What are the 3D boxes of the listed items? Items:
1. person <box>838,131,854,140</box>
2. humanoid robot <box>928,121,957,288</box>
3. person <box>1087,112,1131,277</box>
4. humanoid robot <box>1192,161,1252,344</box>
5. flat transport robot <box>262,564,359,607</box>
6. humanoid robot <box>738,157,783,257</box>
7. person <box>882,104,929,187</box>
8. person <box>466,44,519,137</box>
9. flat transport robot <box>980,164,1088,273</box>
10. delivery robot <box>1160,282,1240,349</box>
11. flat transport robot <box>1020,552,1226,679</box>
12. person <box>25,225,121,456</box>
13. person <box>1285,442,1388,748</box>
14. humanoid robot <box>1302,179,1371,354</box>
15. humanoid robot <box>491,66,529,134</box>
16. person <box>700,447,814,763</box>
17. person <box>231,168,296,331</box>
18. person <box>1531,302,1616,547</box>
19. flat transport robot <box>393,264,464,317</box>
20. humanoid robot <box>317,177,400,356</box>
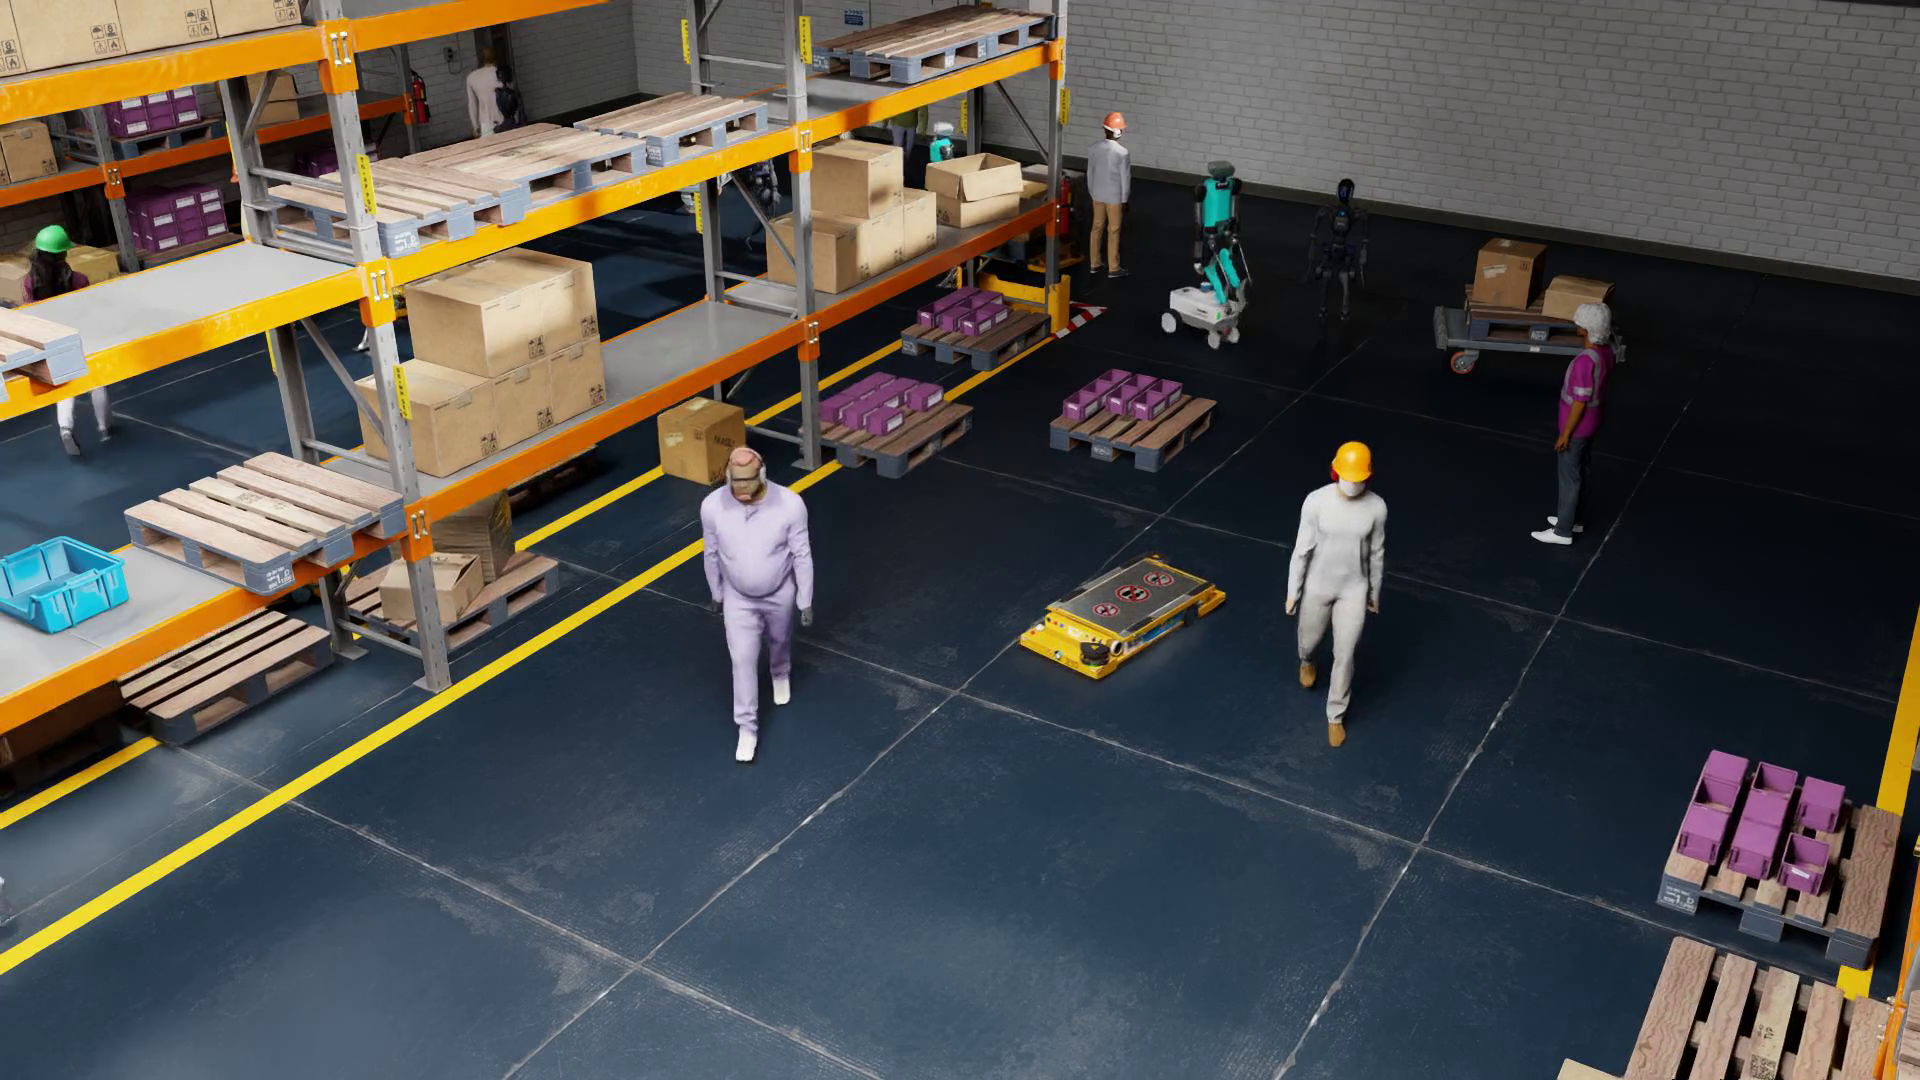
[{"bbox_3d":[-1.196,-3.463,17.439,0.788,1.690,0.922,18,32,31],"label":"person"},{"bbox_3d":[0.020,-3.518,17.496,0.713,1.779,0.558,-8,28,-15],"label":"humanoid robot"},{"bbox_3d":[1.614,-3.713,17.872,0.339,1.751,0.562,-24,36,-39],"label":"person"},{"bbox_3d":[2.533,-2.682,15.850,0.530,1.788,0.615,-15,30,-27],"label":"humanoid robot"},{"bbox_3d":[-5.006,0.312,11.583,1.431,0.231,0.659,-17,31,-30],"label":"flat transport robot"},{"bbox_3d":[-2.214,-3.934,18.398,0.507,1.636,0.589,-11,29,-21],"label":"humanoid robot"},{"bbox_3d":[-0.665,-5.168,20.903,0.570,1.593,0.558,-9,28,-17],"label":"person"},{"bbox_3d":[-5.747,-5.129,20.525,0.634,1.892,1.027,0,27,0],"label":"person"},{"bbox_3d":[0.630,-3.264,18.630,1.431,0.231,0.659,20,33,34],"label":"flat transport robot"},{"bbox_3d":[2.370,-2.225,16.280,0.499,0.607,0.801,-20,33,-34],"label":"delivery robot"},{"bbox_3d":[1.120,0.490,11.233,0.659,0.231,1.431,23,35,37],"label":"flat transport robot"},{"bbox_3d":[-7.267,-1.636,13.604,0.512,1.909,0.803,-5,27,-10],"label":"person"},{"bbox_3d":[2.241,0.247,9.944,0.575,1.869,0.761,3,27,7],"label":"person"},{"bbox_3d":[3.562,-2.596,15.748,0.609,1.646,0.377,7,28,14],"label":"humanoid robot"},{"bbox_3d":[-5.514,-5.001,20.495,0.593,1.658,0.415,14,30,25],"label":"humanoid robot"},{"bbox_3d":[-1.187,0.303,9.846,0.651,1.852,0.996,-1,27,-2],"label":"person"},{"bbox_3d":[-6.793,-2.852,16.181,0.558,1.748,0.329,24,36,39],"label":"person"},{"bbox_3d":[4.502,-0.844,12.118,0.321,1.844,0.525,21,33,35],"label":"person"},{"bbox_3d":[-5.345,-2.636,17.392,1.431,0.231,0.659,-20,33,-34],"label":"flat transport robot"},{"bbox_3d":[-5.603,-2.607,15.622,0.530,1.713,0.700,21,33,35],"label":"humanoid robot"}]
